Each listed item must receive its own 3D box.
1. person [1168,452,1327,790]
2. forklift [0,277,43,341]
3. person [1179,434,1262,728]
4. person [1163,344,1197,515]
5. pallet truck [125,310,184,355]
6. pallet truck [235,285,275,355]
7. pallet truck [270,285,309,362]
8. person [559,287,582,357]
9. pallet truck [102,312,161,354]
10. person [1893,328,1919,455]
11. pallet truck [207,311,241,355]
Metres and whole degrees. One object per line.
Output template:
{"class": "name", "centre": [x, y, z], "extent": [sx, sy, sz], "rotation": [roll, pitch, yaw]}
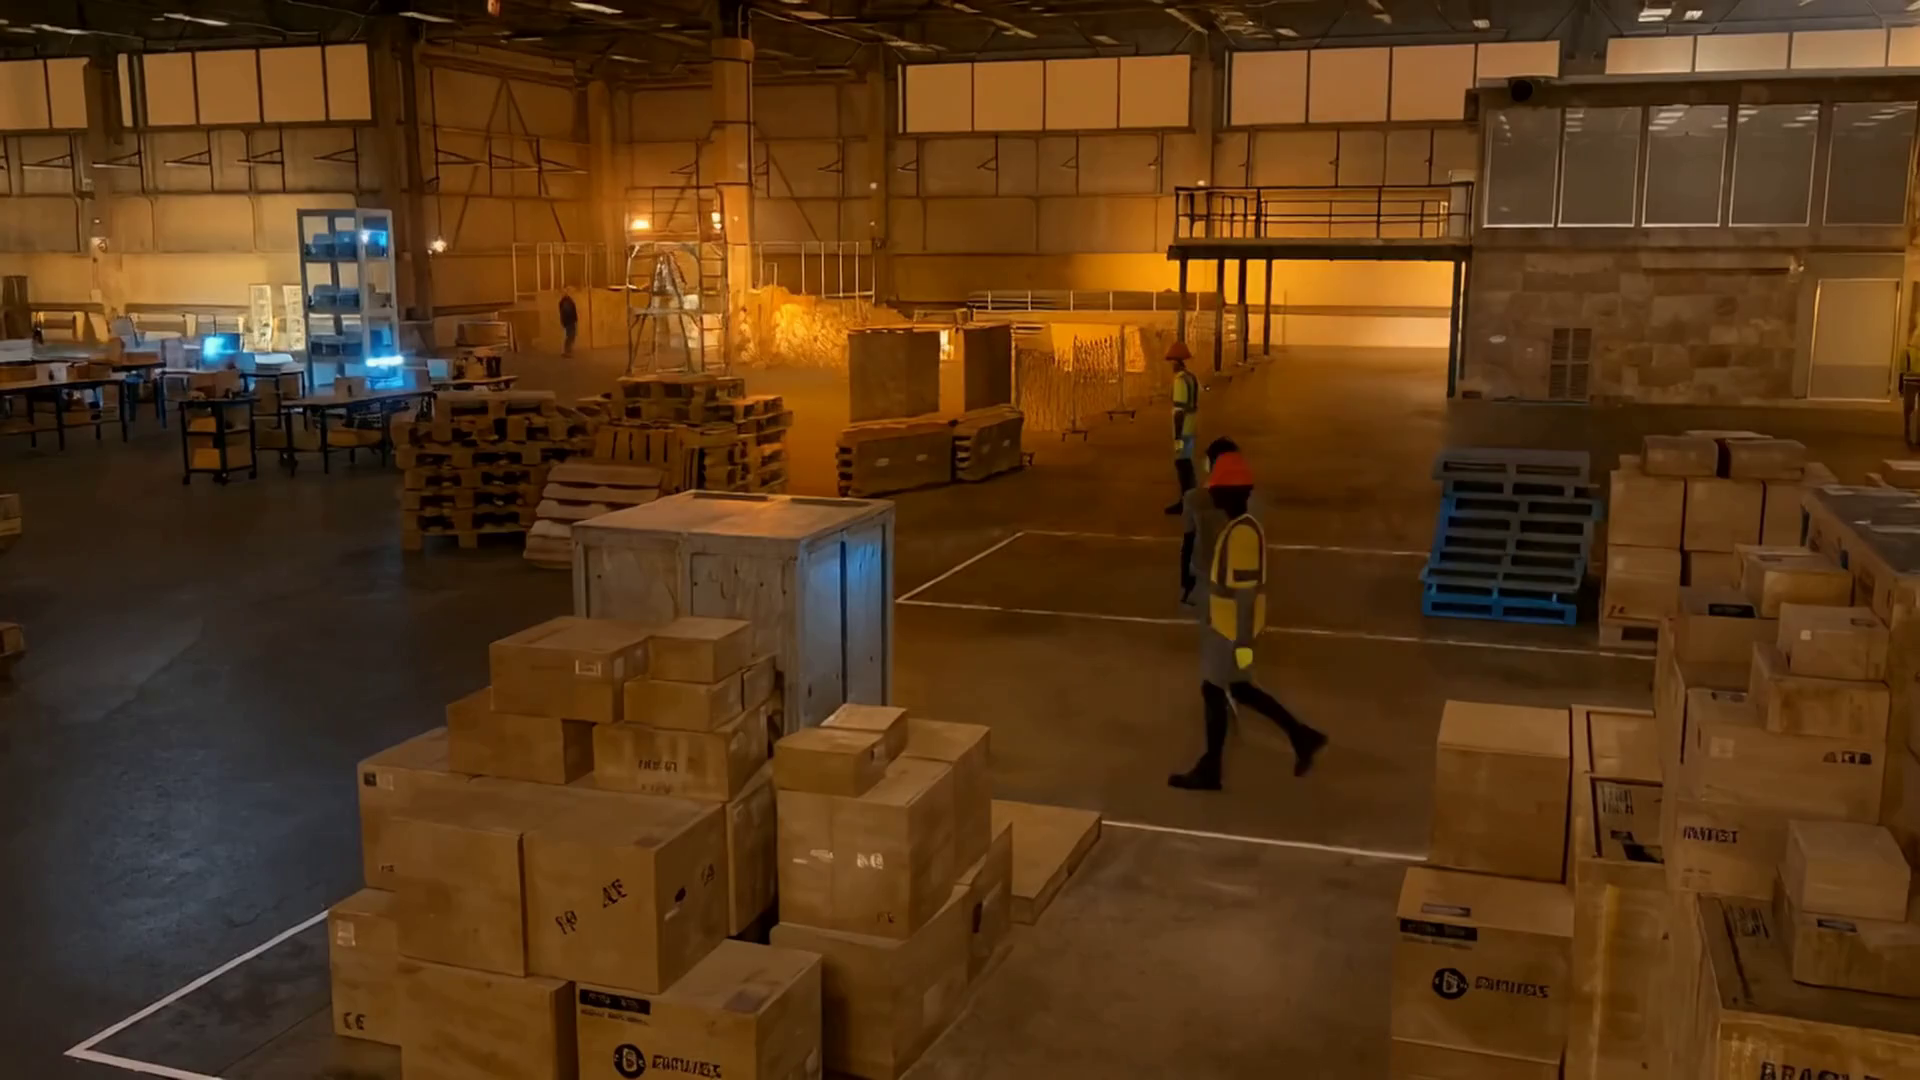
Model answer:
{"class": "person", "centre": [1.623, 0.462, 9.231], "extent": [0.805, 1.916, 0.550], "rotation": [1, 10, 7]}
{"class": "forklift", "centre": [-27.151, -6.329, 46.328], "extent": [1.157, 1.987, 2.680], "rotation": [3, 11, 17]}
{"class": "person", "centre": [1.629, 0.275, 10.427], "extent": [0.522, 1.857, 0.658], "rotation": [2, 10, 12]}
{"class": "person", "centre": [2.476, -1.240, 18.765], "extent": [0.416, 1.928, 0.550], "rotation": [3, 11, 19]}
{"class": "pallet truck", "centre": [-22.038, -5.665, 45.457], "extent": [0.704, 1.261, 1.522], "rotation": [3, 11, 17]}
{"class": "pallet truck", "centre": [-18.327, -5.835, 44.421], "extent": [0.823, 1.965, 1.885], "rotation": [4, 11, 23]}
{"class": "pallet truck", "centre": [-17.147, -5.700, 43.663], "extent": [0.823, 1.965, 1.885], "rotation": [3, 11, 17]}
{"class": "person", "centre": [-10.486, -5.894, 45.086], "extent": [0.800, 1.877, 0.666], "rotation": [-9, 13, -40]}
{"class": "pallet truck", "centre": [-23.057, -5.777, 46.261], "extent": [0.680, 1.201, 1.601], "rotation": [3, 11, 19]}
{"class": "person", "centre": [13.855, -2.145, 24.063], "extent": [0.609, 1.839, 0.961], "rotation": [5, 11, 24]}
{"class": "pallet truck", "centre": [-19.537, -5.575, 44.913], "extent": [0.653, 1.274, 1.630], "rotation": [3, 11, 19]}
